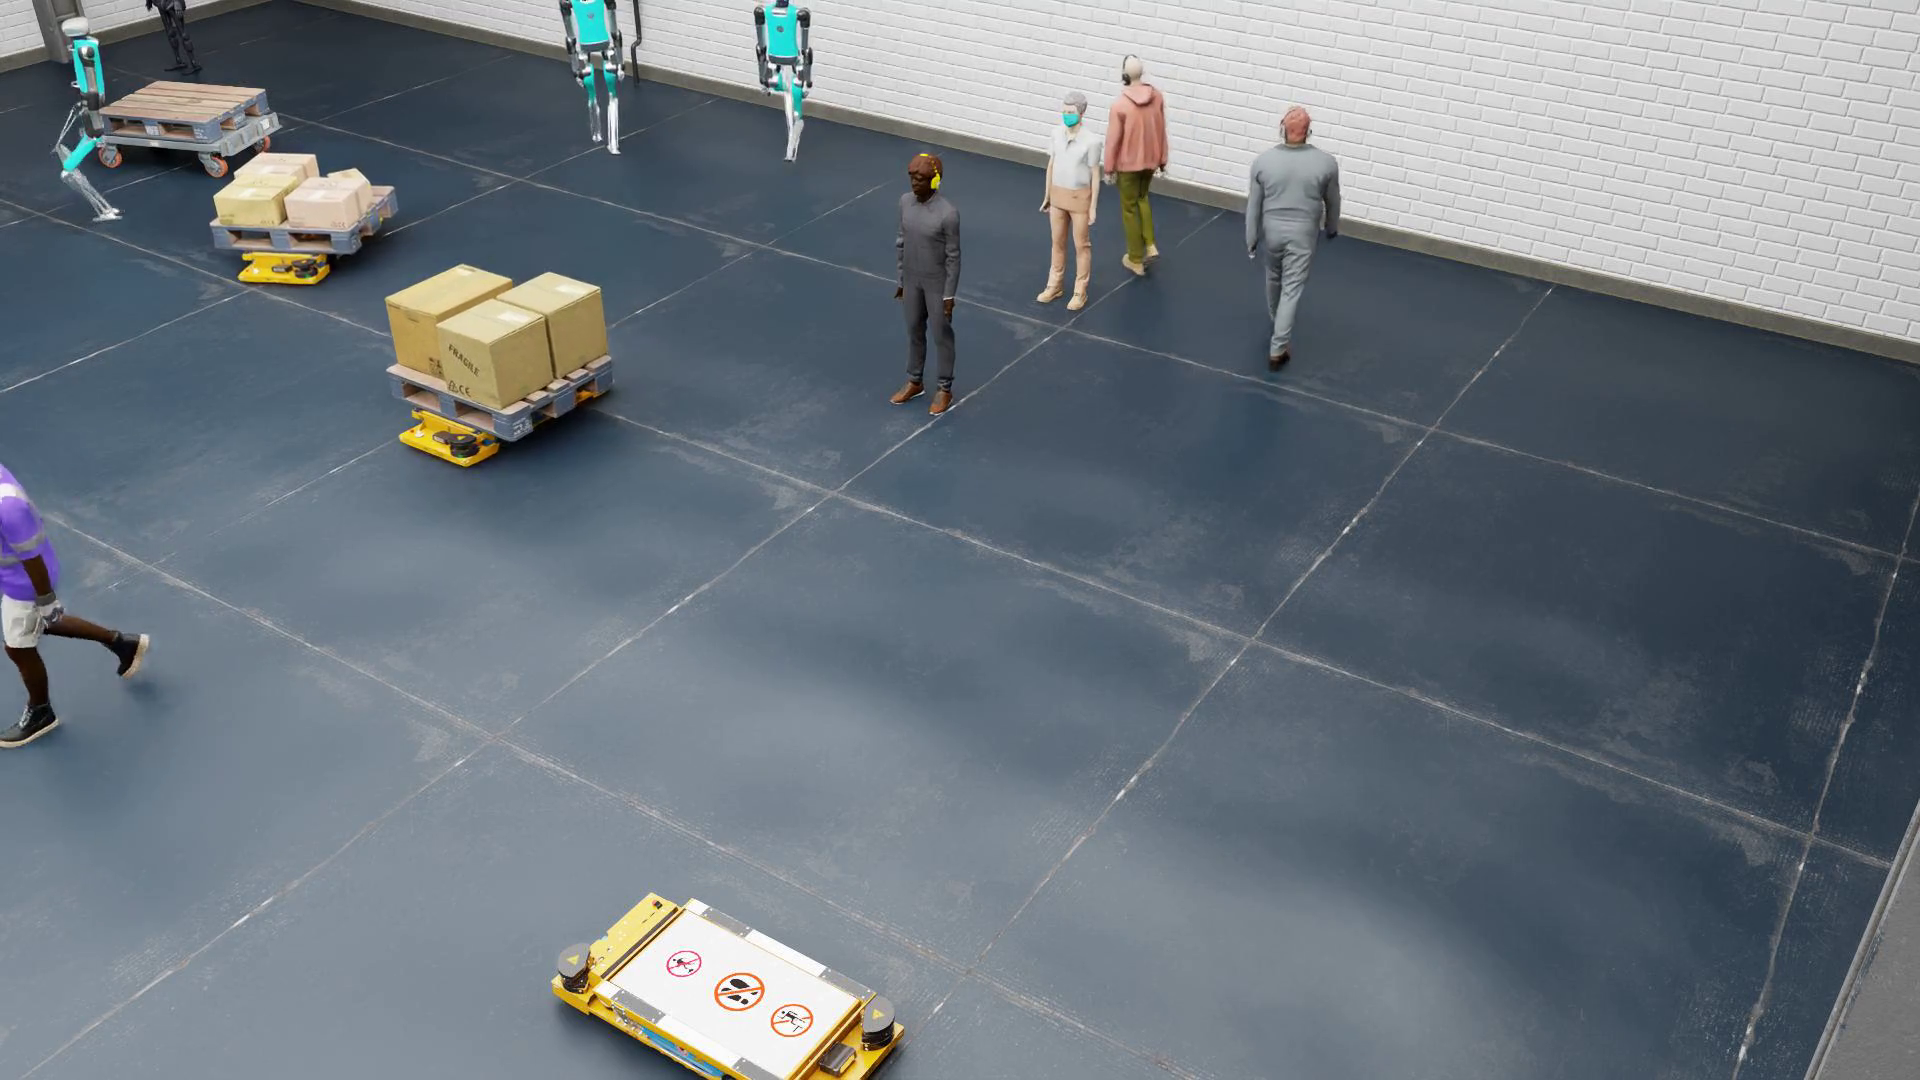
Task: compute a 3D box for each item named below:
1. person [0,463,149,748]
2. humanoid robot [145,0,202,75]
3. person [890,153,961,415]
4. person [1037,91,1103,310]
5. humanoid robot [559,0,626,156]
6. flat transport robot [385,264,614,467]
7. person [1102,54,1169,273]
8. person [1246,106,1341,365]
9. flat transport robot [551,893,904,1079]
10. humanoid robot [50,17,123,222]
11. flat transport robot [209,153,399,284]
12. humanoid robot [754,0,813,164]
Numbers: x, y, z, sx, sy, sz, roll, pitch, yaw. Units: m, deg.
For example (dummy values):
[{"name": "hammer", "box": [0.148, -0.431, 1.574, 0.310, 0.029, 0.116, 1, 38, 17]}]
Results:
[{"name": "person", "box": [-4.737, 0.150, 8.492, 0.776, 1.922, 0.656, -24, 40, -33]}, {"name": "humanoid robot", "box": [-8.704, -5.960, 18.215, 0.599, 1.657, 0.315, 19, 37, 27]}, {"name": "person", "box": [-0.229, -1.774, 11.532, 0.492, 1.875, 0.357, 20, 38, 28]}, {"name": "person", "box": [0.868, -2.662, 13.029, 0.481, 1.748, 0.322, 20, 38, 28]}, {"name": "humanoid robot", "box": [-3.547, -4.583, 16.124, 0.560, 1.902, 0.751, -11, 34, -16]}, {"name": "flat transport robot", "box": [-3.190, -0.961, 11.751, 0.659, 0.231, 1.431, 19, 38, 27]}, {"name": "person", "box": [1.425, -3.058, 13.581, 0.562, 1.817, 0.437, -14, 35, -21]}, {"name": "person", "box": [2.457, -2.291, 12.366, 0.647, 1.847, 1.033, 12, 35, 18]}, {"name": "flat transport robot", "box": [-1.012, 1.990, 7.159, 1.431, 0.231, 0.659, 19, 37, 27]}, {"name": "humanoid robot", "box": [-7.725, -3.621, 14.527, 0.687, 1.785, 0.542, -15, 36, -22]}, {"name": "flat transport robot", "box": [-5.545, -2.556, 14.233, 0.659, 0.231, 1.431, 3, 33, 5]}, {"name": "humanoid robot", "box": [-1.614, -4.421, 15.762, 0.546, 1.720, 1.012, 4, 33, 6]}]
